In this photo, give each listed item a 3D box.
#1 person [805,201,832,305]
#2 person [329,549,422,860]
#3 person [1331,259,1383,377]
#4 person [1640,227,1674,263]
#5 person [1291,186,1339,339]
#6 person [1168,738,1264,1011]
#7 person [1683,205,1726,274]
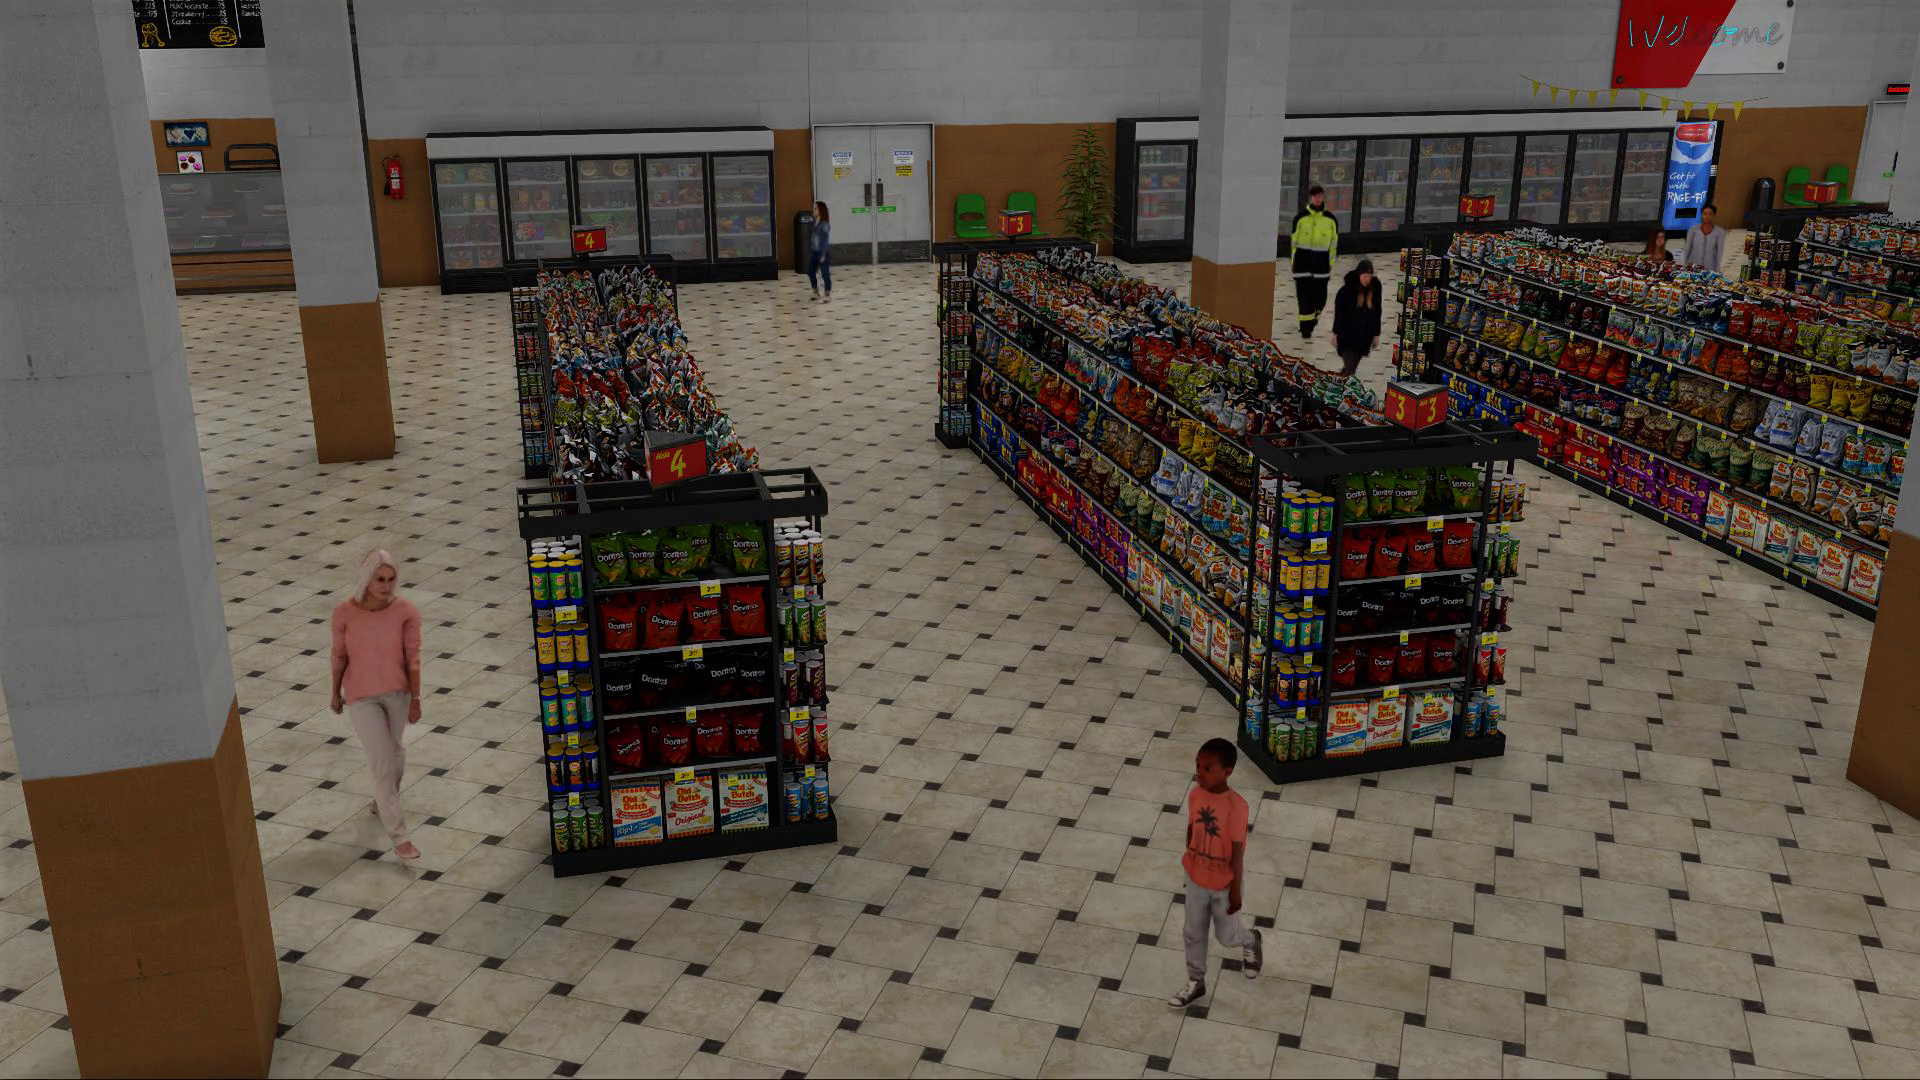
[{"bbox_3d":[-1.960,-4.172,24.146,0.743,1.469,0.653,-13,23,-34],"label":"person"},{"bbox_3d":[-3.147,0.837,8.992,0.746,1.661,1.157,-5,19,-16],"label":"person"},{"bbox_3d":[4.265,-2.222,18.117,0.691,1.625,1.046,-3,19,-10],"label":"person"},{"bbox_3d":[8.367,-2.935,20.170,0.773,1.664,1.156,-1,19,-2],"label":"person"},{"bbox_3d":[4.620,-3.665,21.860,0.922,1.968,1.020,1,19,2],"label":"person"},{"bbox_3d":[1.201,1.506,7.574,0.771,1.299,0.789,-18,25,-42],"label":"person"},{"bbox_3d":[9.763,-3.551,21.917,0.950,1.716,1.037,9,20,24],"label":"person"}]
